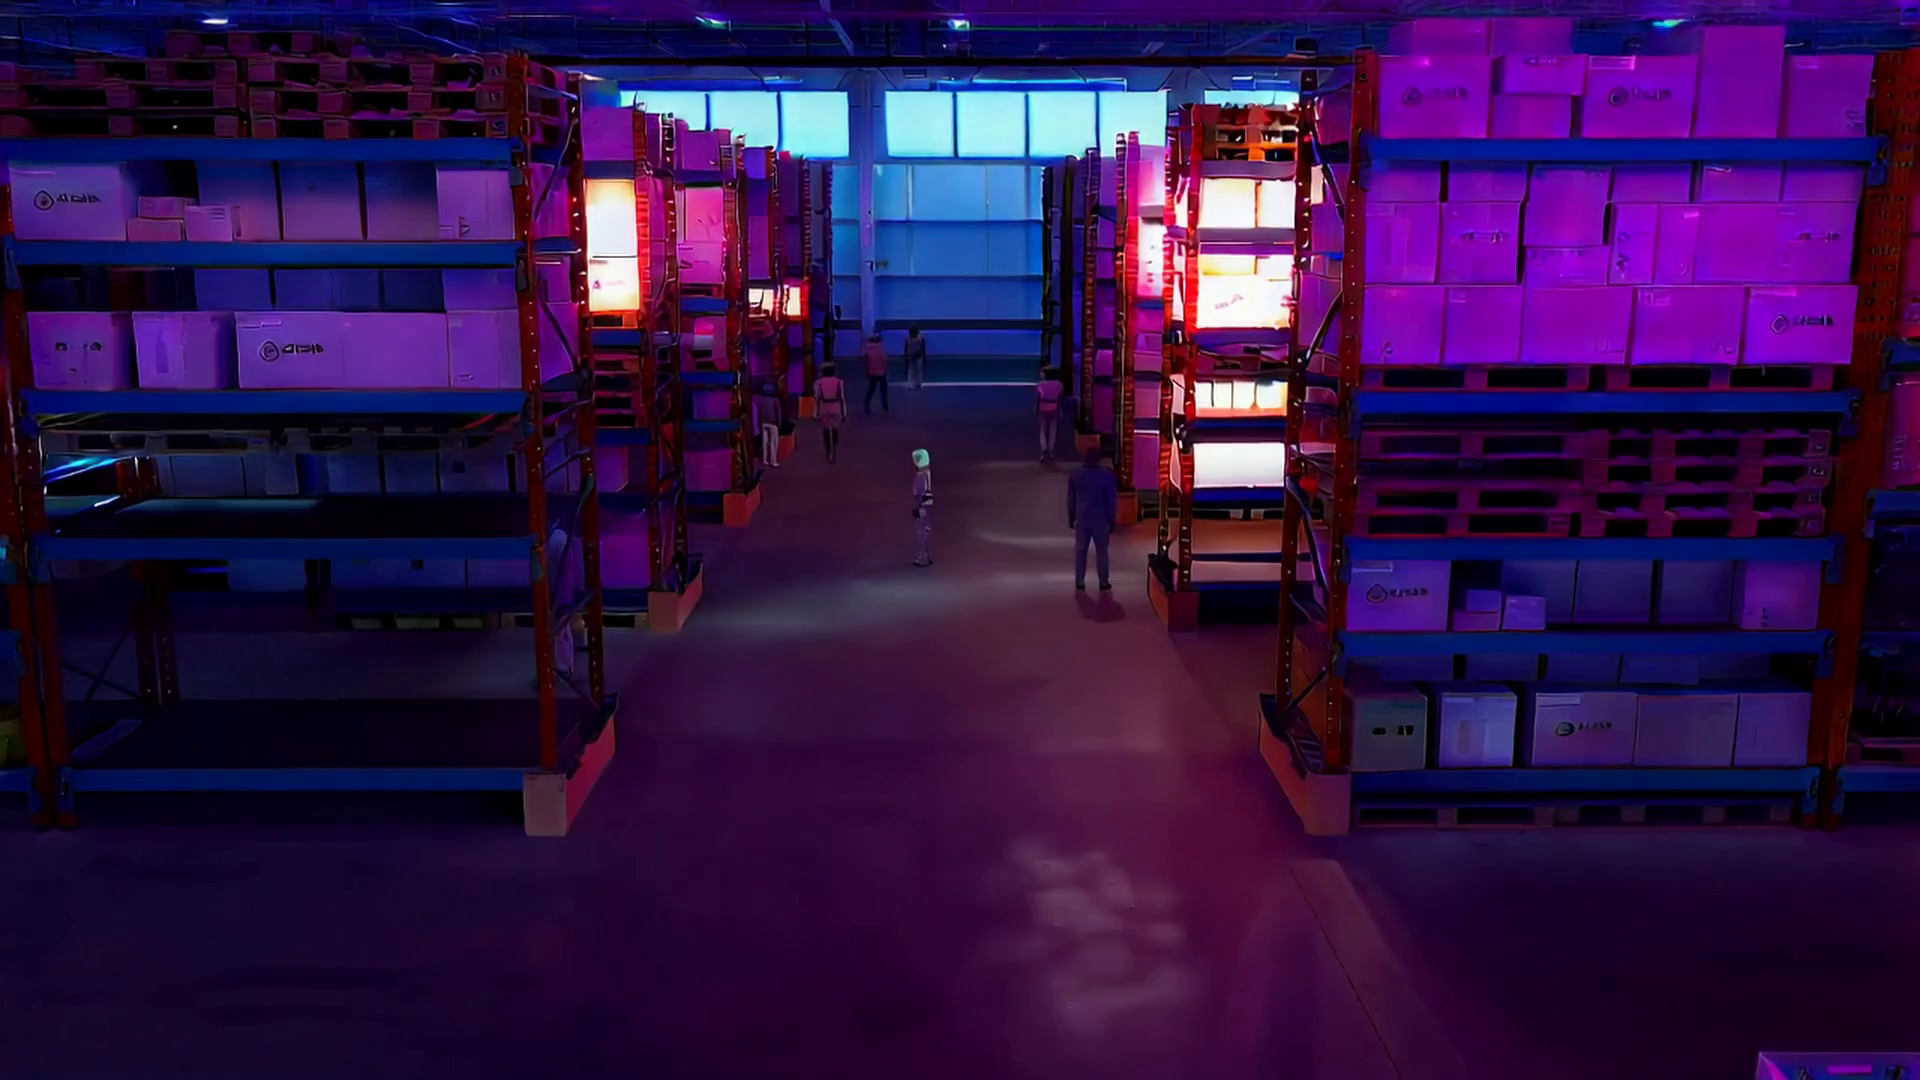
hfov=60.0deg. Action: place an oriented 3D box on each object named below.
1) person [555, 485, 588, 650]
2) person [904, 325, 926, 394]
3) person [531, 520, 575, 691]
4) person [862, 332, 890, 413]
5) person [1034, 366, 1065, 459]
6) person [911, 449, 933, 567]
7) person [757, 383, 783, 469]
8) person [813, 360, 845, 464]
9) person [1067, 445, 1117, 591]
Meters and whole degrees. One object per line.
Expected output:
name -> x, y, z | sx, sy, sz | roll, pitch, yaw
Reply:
person -> -4.366, 0.327, 18.516 | 0.427, 1.895, 0.667 | -3, 12, -13
person -> -1.216, -4.764, 43.984 | 0.633, 1.799, 0.921 | 3, 12, 14
person -> -4.212, 0.583, 17.154 | 0.636, 1.939, 0.363 | 11, 16, 42
person -> -2.044, -4.016, 39.945 | 0.623, 1.954, 0.994 | 6, 13, 28
person -> 1.768, -2.538, 32.905 | 0.606, 1.817, 0.796 | 0, 11, 1
person -> -0.522, -0.448, 23.005 | 0.315, 1.641, 0.515 | 2, 12, 12
person -> -3.606, -2.162, 31.518 | 0.499, 1.633, 0.286 | 5, 12, 21
person -> -2.547, -2.498, 32.306 | 0.632, 1.992, 1.052 | -1, 11, -6
person -> 1.715, -0.286, 21.561 | 0.639, 1.902, 0.407 | 2, 12, 11
